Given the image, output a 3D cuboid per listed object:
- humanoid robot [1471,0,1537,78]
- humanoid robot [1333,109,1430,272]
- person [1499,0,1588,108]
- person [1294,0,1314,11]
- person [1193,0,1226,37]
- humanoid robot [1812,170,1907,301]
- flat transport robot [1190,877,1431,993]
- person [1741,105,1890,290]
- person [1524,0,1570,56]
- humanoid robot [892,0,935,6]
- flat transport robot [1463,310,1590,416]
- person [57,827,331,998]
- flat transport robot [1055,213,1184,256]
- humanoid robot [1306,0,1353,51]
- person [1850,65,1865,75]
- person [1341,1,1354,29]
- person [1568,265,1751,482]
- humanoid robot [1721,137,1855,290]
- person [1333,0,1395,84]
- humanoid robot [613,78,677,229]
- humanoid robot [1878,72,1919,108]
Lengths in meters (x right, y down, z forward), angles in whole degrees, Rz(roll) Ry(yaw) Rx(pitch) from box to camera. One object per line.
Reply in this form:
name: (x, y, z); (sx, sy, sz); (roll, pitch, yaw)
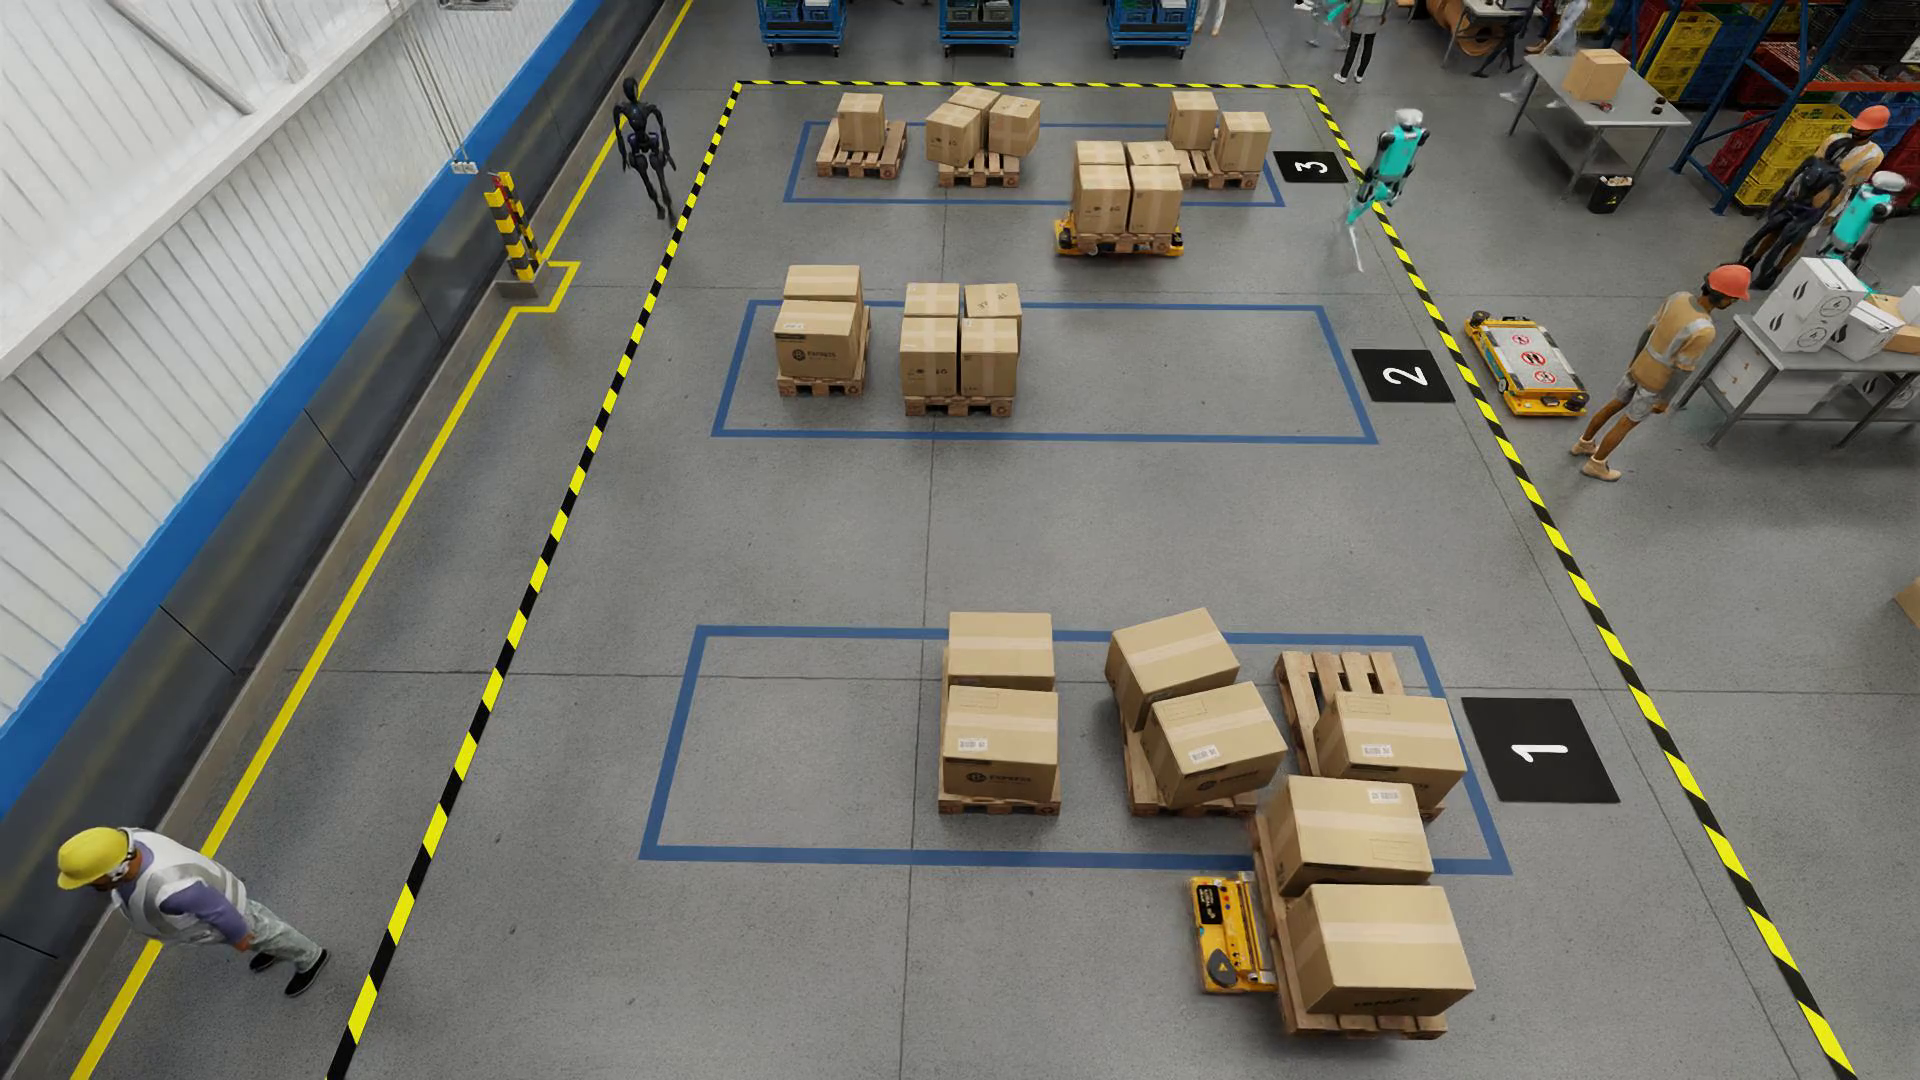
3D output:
humanoid robot: (8.018, -7.482, 13.096); (0.770, 1.624, 0.595); (1, 49, 1)
humanoid robot: (4.423, -3.925, 9.985); (0.539, 1.774, 0.990); (-11, 50, -9)
person: (8.175, -6.774, 12.455); (0.878, 1.675, 0.504); (7, 49, 6)
person: (5.801, -9.636, 14.823); (0.340, 1.866, 0.510); (14, 50, 11)
person: (3.993, -8.777, 14.095); (0.623, 1.837, 0.431); (25, 53, 20)
humanoid robot: (8.689, -2.689, 8.916); (1.029, 1.757, 0.550); (7, 50, 6)
flat transport robot: (2.157, 2.344, 5.486); (1.431, 0.197, 0.652); (1, 49, 1)
person: (8.810, -3.506, 9.465); (0.373, 1.935, 0.550); (-22, 53, -18)
person: (8.898, -8.101, 13.373); (0.368, 2.044, 0.607); (15, 51, 12)
humanoid robot: (-0.806, -9.584, 14.926); (0.778, 1.629, 0.586); (25, 53, 20)
flat transport robot: (5.573, -1.757, 9.054); (0.659, 0.231, 1.431); (1, 49, 1)
person: (-3.968, 1.949, 4.811); (0.589, 1.833, 0.404); (24, 53, 19)
flat transport robot: (1.837, -3.558, 10.595); (1.431, 0.197, 0.652); (1, 49, 1)
humanoid robot: (5.676, -8.226, 13.684); (0.987, 1.745, 0.553); (13, 50, 11)
person: (13.449, -7.692, 13.152); (0.344, 1.839, 0.506); (9, 50, 7)
person: (6.300, -8.985, 14.237); (0.625, 1.891, 0.454); (18, 52, 15)
person: (5.731, -1.356, 7.536); (0.384, 2.039, 0.613); (4, 49, 3)
humanoid robot: (8.686, -3.399, 9.554); (0.371, 1.641, 0.624); (-10, 50, -8)
person: (5.759, -7.423, 12.911); (0.589, 1.852, 0.367); (-2, 49, -2)
humanoid robot: (-3.558, -4.367, 10.381); (0.601, 1.644, 0.545); (-7, 50, -6)
humanoid robot: (11.890, -5.724, 11.536); (0.914, 1.797, 0.546); (11, 50, 9)
